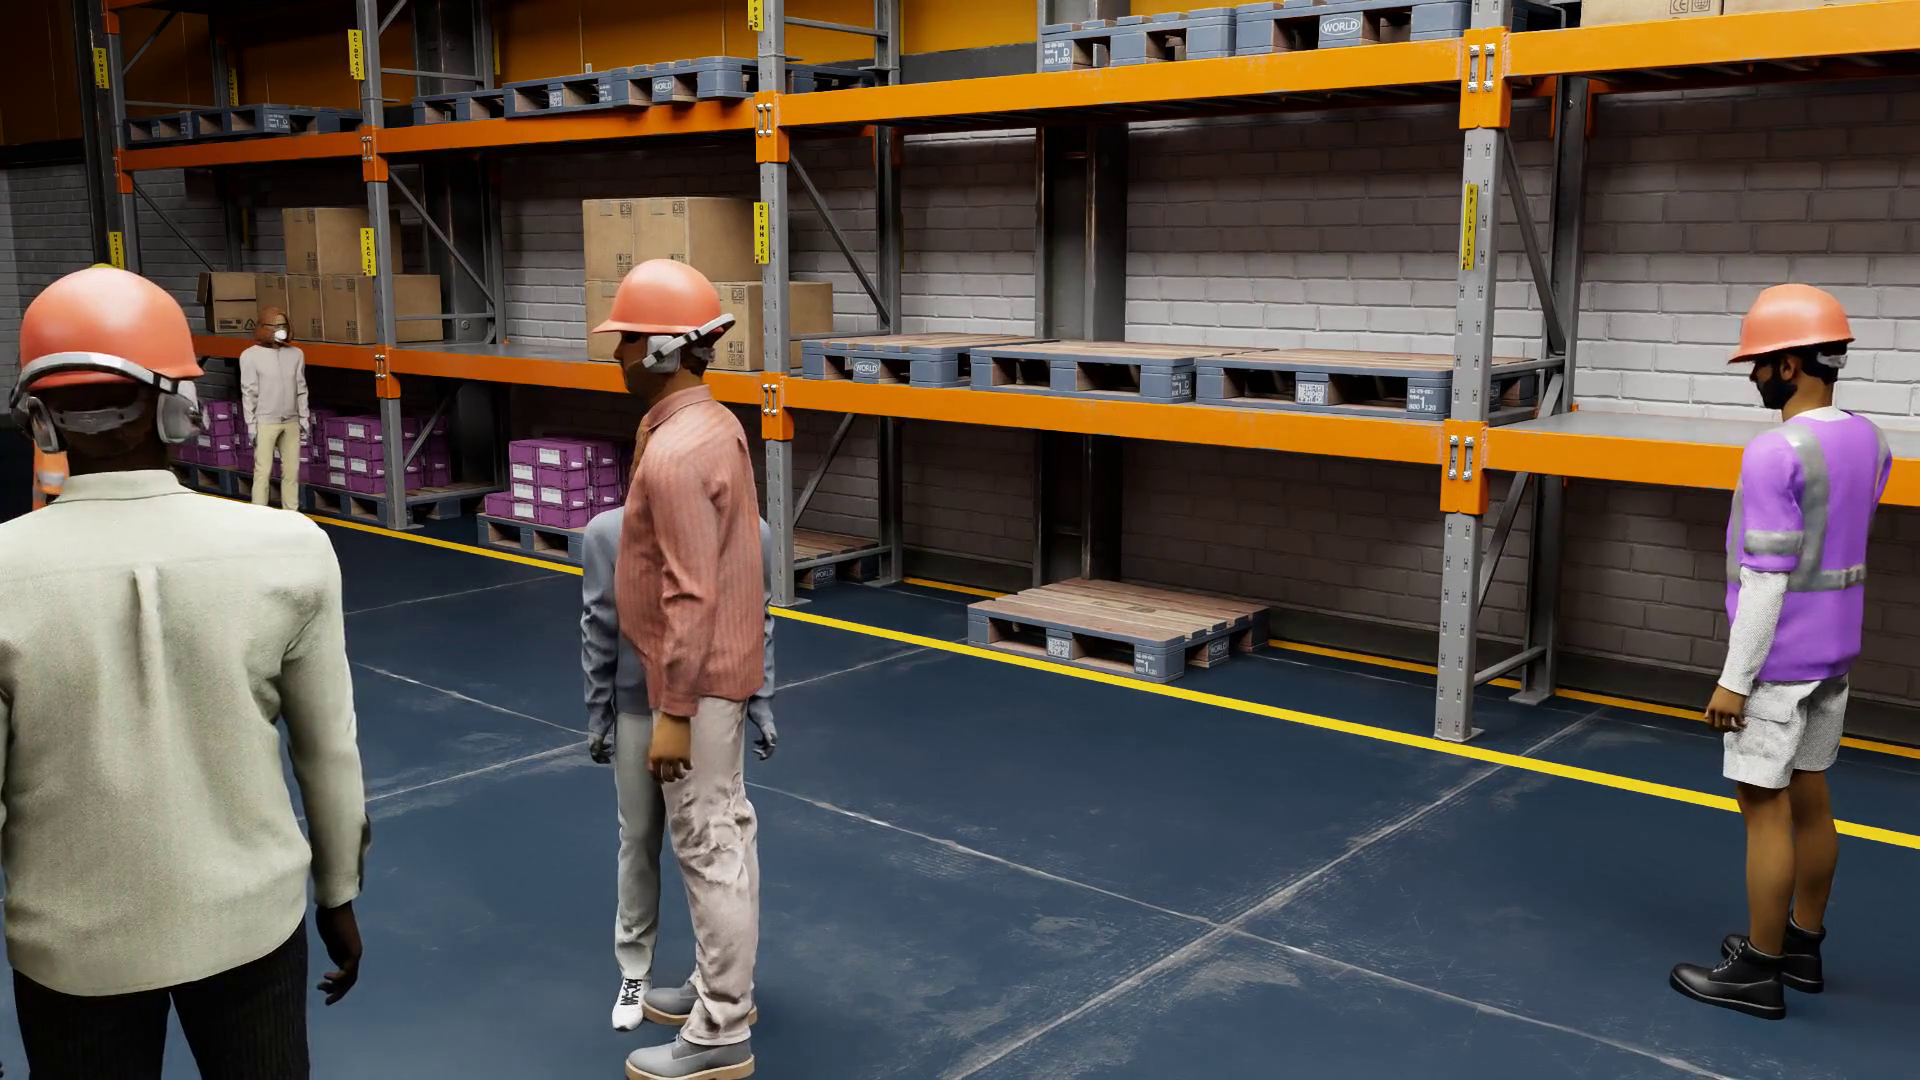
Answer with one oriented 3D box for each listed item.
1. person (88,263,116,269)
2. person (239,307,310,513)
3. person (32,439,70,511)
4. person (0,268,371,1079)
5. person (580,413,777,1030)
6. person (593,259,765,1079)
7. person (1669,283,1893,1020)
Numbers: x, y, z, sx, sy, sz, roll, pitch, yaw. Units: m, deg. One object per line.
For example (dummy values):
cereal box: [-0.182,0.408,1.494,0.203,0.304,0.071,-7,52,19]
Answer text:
person: [-5.468,-0.824,10.805,0.386,1.922,0.594,3,10,17]
person: [-4.719,-0.793,11.487,0.284,1.627,0.493,6,12,31]
person: [-3.603,-0.010,6.928,0.858,1.642,0.549,-4,11,-23]
person: [-1.229,0.590,2.559,0.624,1.990,0.384,-8,12,-37]
person: [-0.726,0.457,4.337,0.498,1.634,0.280,-2,10,-12]
person: [-0.666,0.327,4.046,0.390,1.995,0.613,0,10,0]
person: [2.163,0.297,4.401,0.543,1.932,0.365,-8,12,-37]
